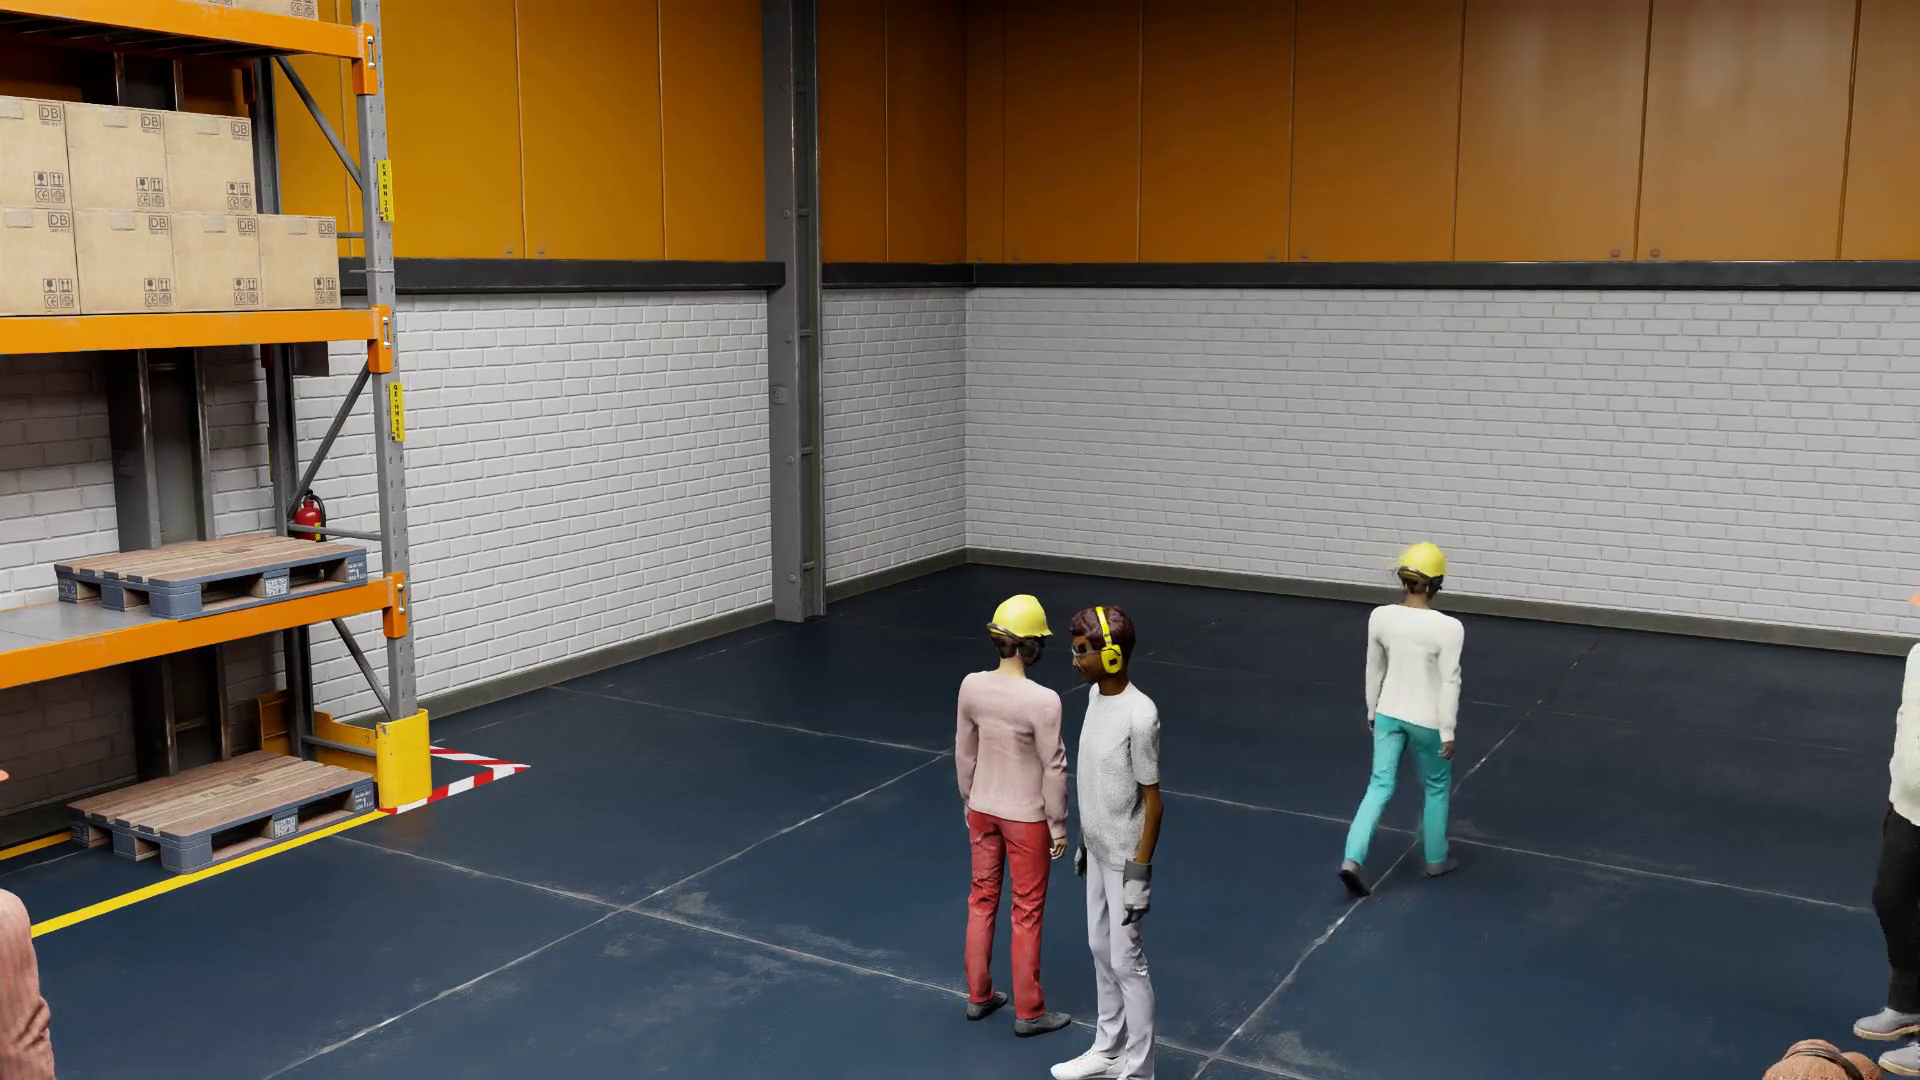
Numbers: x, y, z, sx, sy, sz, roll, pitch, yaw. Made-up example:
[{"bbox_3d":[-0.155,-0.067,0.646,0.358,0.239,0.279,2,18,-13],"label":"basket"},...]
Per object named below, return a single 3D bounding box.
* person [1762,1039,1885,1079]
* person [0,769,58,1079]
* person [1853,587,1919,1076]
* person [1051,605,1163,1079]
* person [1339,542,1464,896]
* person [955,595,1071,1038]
[{"bbox_3d":[1.550,1.729,3.089,0.337,1.632,0.537,-6,11,-35],"label":"person"},{"bbox_3d":[-2.422,1.403,4.010,0.622,1.992,0.397,2,9,14],"label":"person"},{"bbox_3d":[3.717,1.038,6.287,0.398,1.990,0.638,-1,9,-6],"label":"person"},{"bbox_3d":[0.542,1.148,6.013,0.325,1.863,0.535,-3,10,-18],"label":"person"},{"bbox_3d":[2.177,0.873,8.149,0.530,1.736,0.844,9,13,44],"label":"person"},{"bbox_3d":[0.224,1.092,6.666,0.533,1.765,0.326,8,12,41],"label":"person"}]
